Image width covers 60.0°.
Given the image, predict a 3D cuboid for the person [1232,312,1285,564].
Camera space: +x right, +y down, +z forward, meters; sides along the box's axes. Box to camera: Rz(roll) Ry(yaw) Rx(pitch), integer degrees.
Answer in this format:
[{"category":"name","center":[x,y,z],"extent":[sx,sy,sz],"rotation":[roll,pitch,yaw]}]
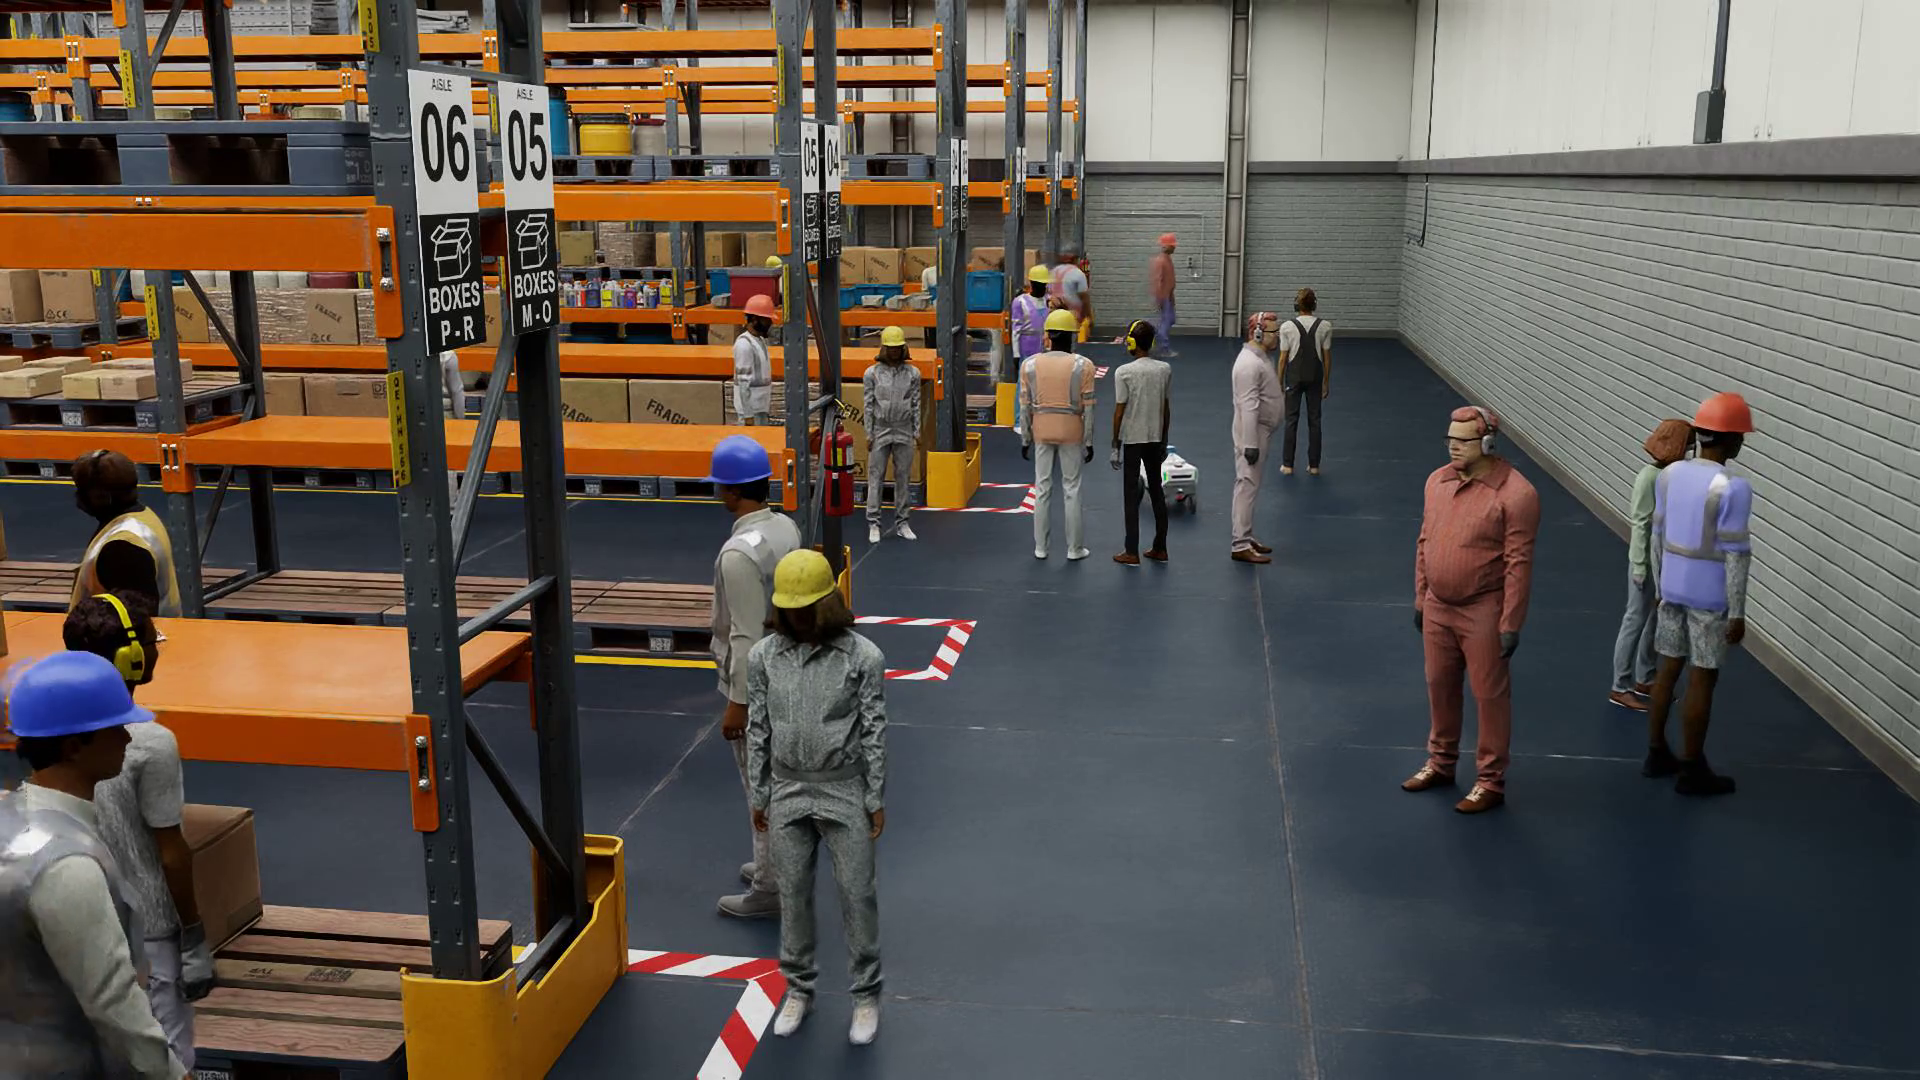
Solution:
[{"category":"person","center":[2.281,-0.789,12.743],"extent":[0.400,1.907,0.644],"rotation":[3,13,14]}]

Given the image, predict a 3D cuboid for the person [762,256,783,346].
[{"category":"person","center":[-2.502,-2.964,22.756],"extent":[0.403,1.824,0.598],"rotation":[10,16,37]}]

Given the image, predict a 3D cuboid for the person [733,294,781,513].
[{"category":"person","center":[-1.737,-1.140,14.293],"extent":[0.386,1.926,0.548],"rotation":[3,13,11]}]

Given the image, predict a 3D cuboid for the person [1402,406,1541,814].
[{"category":"person","center":[2.356,0.321,7.763],"extent":[0.398,1.900,0.650],"rotation":[-8,15,-32]}]

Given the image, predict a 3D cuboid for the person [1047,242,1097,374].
[{"category":"person","center":[1.567,-3.231,23.458],"extent":[1.064,2.000,0.698],"rotation":[-9,15,-35]}]

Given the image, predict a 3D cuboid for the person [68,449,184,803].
[{"category":"person","center":[-3.460,0.530,6.936],"extent":[0.429,1.839,0.634],"rotation":[-5,14,-23]}]

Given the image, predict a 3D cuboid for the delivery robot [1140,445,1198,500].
[{"category":"delivery robot","center":[1.838,-0.593,14.716],"extent":[0.477,0.478,0.707],"rotation":[-3,13,-13]}]

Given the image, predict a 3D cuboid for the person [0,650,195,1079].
[{"category":"person","center":[-2.067,1.195,3.841],"extent":[1.062,1.894,0.598],"rotation":[-7,14,-27]}]

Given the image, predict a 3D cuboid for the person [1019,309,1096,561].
[{"category":"person","center":[0.747,-0.793,12.721],"extent":[0.588,1.923,0.383],"rotation":[4,13,16]}]

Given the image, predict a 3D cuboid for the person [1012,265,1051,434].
[{"category":"person","center":[0.864,-2.152,18.877],"extent":[0.590,1.918,0.394],"rotation":[-7,14,-28]}]

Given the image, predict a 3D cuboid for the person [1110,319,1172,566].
[{"category":"person","center":[1.370,-0.730,12.595],"extent":[0.514,1.861,0.328],"rotation":[-6,14,-25]}]

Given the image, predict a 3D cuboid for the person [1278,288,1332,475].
[{"category":"person","center":[3.369,-1.543,16.311],"extent":[0.505,1.840,0.343],"rotation":[1,13,4]}]

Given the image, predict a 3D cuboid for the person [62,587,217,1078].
[{"category":"person","center":[-2.246,1.047,4.534],"extent":[0.514,1.871,0.327],"rotation":[5,14,23]}]

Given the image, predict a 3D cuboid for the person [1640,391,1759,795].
[{"category":"person","center":[3.564,0.252,7.975],"extent":[0.373,1.935,0.551],"rotation":[-5,13,-20]}]

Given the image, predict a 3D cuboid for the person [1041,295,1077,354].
[{"category":"person","center":[1.083,-1.857,18.191],"extent":[0.316,1.631,0.524],"rotation":[-11,16,-40]}]

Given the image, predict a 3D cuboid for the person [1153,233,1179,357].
[{"category":"person","center":[3.279,-3.933,26.756],"extent":[0.495,1.982,0.649],"rotation":[5,13,22]}]

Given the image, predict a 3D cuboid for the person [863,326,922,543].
[{"category":"person","center":[-0.537,-0.850,13.385],"extent":[0.484,1.745,0.307],"rotation":[-4,13,-18]}]

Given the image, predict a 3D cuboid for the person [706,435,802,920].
[{"category":"person","center":[-0.808,0.547,6.622],"extent":[0.403,1.943,0.607],"rotation":[3,13,12]}]

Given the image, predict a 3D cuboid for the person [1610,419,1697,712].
[{"category":"person","center":[3.873,0.131,9.235],"extent":[0.503,1.628,0.279],"rotation":[-10,16,-37]}]

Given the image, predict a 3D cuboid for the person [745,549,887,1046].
[{"category":"person","center":[-0.493,0.871,5.654],"extent":[0.491,1.730,0.323],"rotation":[2,13,10]}]
